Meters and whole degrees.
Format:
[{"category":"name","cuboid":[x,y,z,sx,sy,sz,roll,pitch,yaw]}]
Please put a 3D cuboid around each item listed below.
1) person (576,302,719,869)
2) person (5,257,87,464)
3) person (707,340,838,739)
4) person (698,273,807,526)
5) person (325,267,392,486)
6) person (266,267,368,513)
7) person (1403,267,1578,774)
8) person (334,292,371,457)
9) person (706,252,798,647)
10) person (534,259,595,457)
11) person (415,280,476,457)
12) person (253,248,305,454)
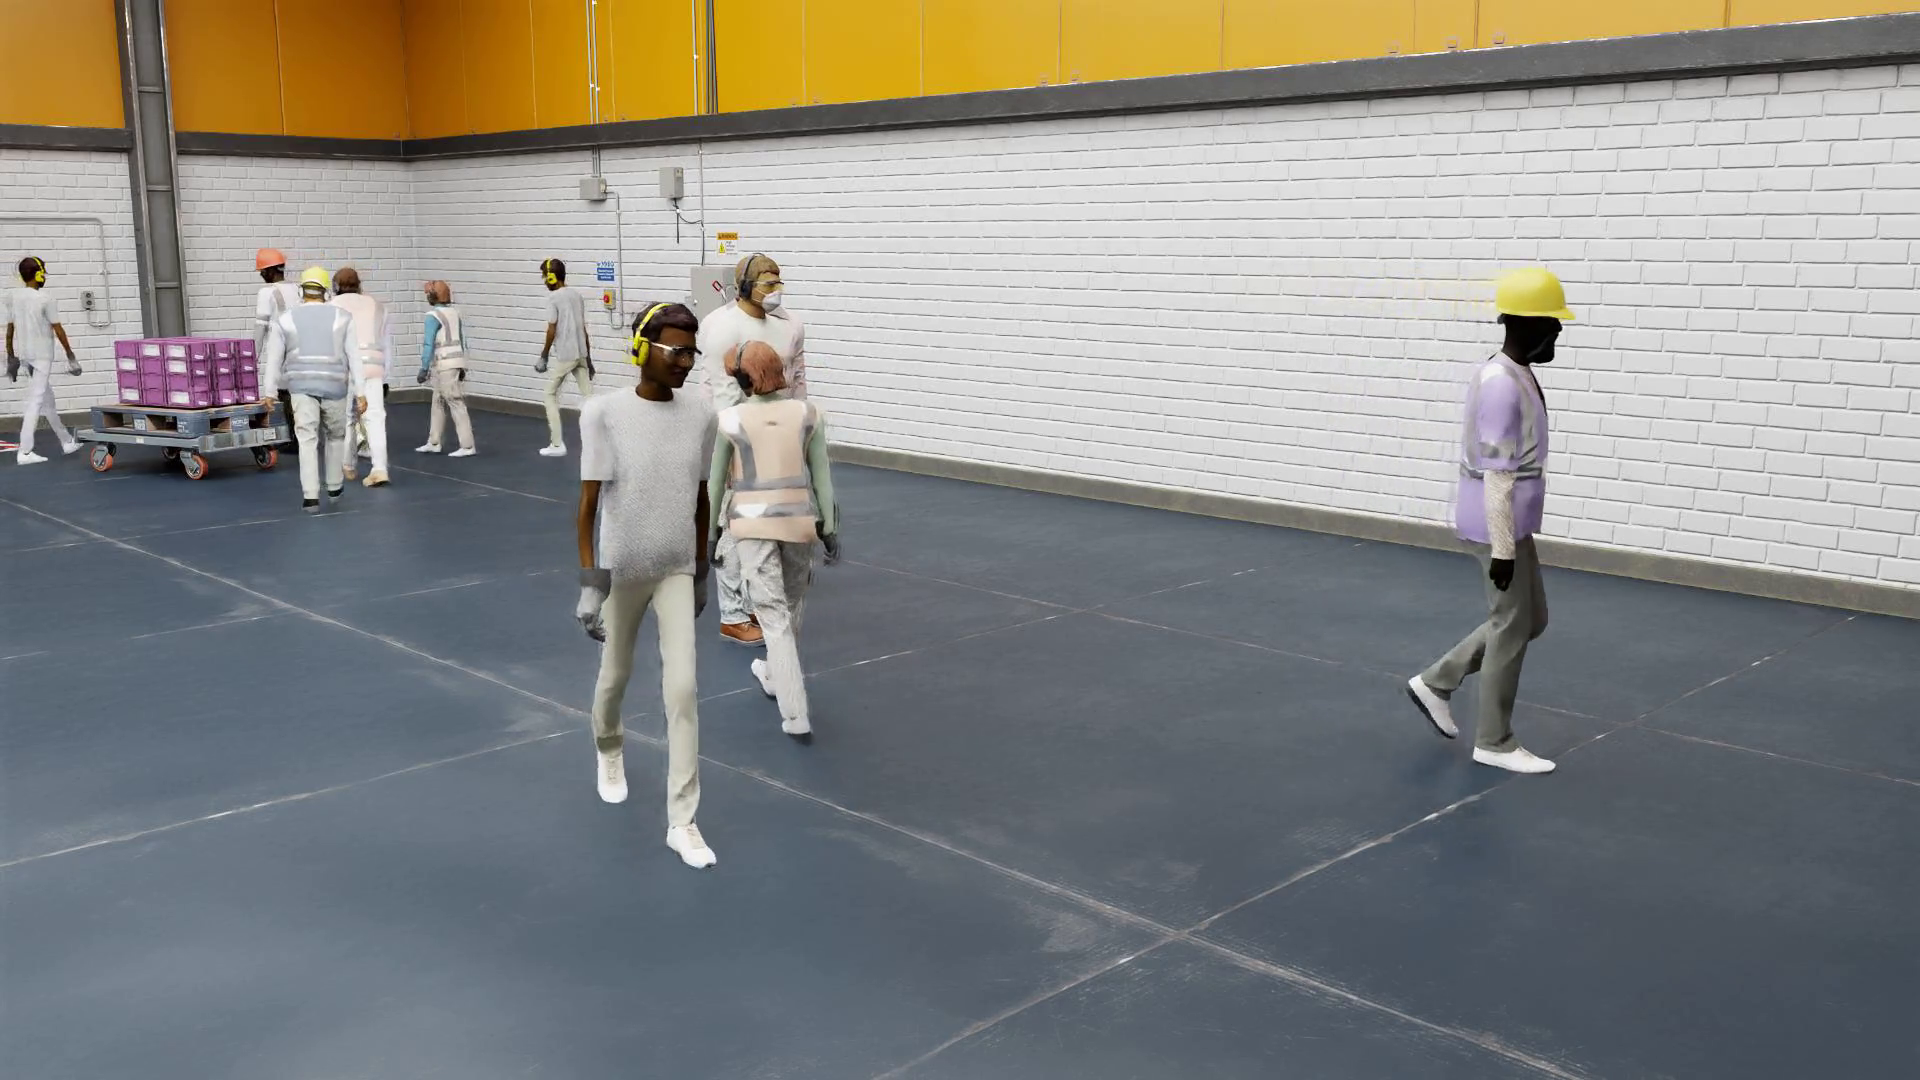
[{"category":"person","cuboid":[-1.082,0.102,5.638,0.551,1.819,0.988,-5,11,-24]},{"category":"person","cuboid":[-8.222,-1.621,14.990,0.513,1.823,0.964,3,11,18]},{"category":"person","cuboid":[-0.809,-0.021,6.858,0.535,1.586,0.866,-5,12,-27]},{"category":"person","cuboid":[-1.148,-0.650,9.454,0.643,1.908,0.399,-5,12,-27]},{"category":"person","cuboid":[-4.914,-1.323,13.545,0.628,1.779,0.988,-6,12,-31]},{"category":"person","cuboid":[-4.789,-1.127,12.383,0.699,1.772,0.893,-3,11,-18]},{"category":"person","cuboid":[2.027,-0.070,6.284,0.492,1.907,0.604,4,11,22]},{"category":"person","cuboid":[-5.512,-1.544,15.129,0.503,1.625,0.366,-10,14,-43]},{"category":"person","cuboid":[-1.030,-0.454,8.300,0.354,1.936,0.635,4,11,20]},{"category":"person","cuboid":[-3.544,-1.617,14.998,0.852,1.804,0.511,6,12,28]},{"category":"person","cuboid":[-4.768,-1.550,15.150,0.724,1.608,0.525,0,10,3]},{"category":"person","cuboid":[-6.319,-1.731,15.373,0.640,1.905,0.539,2,11,13]}]
